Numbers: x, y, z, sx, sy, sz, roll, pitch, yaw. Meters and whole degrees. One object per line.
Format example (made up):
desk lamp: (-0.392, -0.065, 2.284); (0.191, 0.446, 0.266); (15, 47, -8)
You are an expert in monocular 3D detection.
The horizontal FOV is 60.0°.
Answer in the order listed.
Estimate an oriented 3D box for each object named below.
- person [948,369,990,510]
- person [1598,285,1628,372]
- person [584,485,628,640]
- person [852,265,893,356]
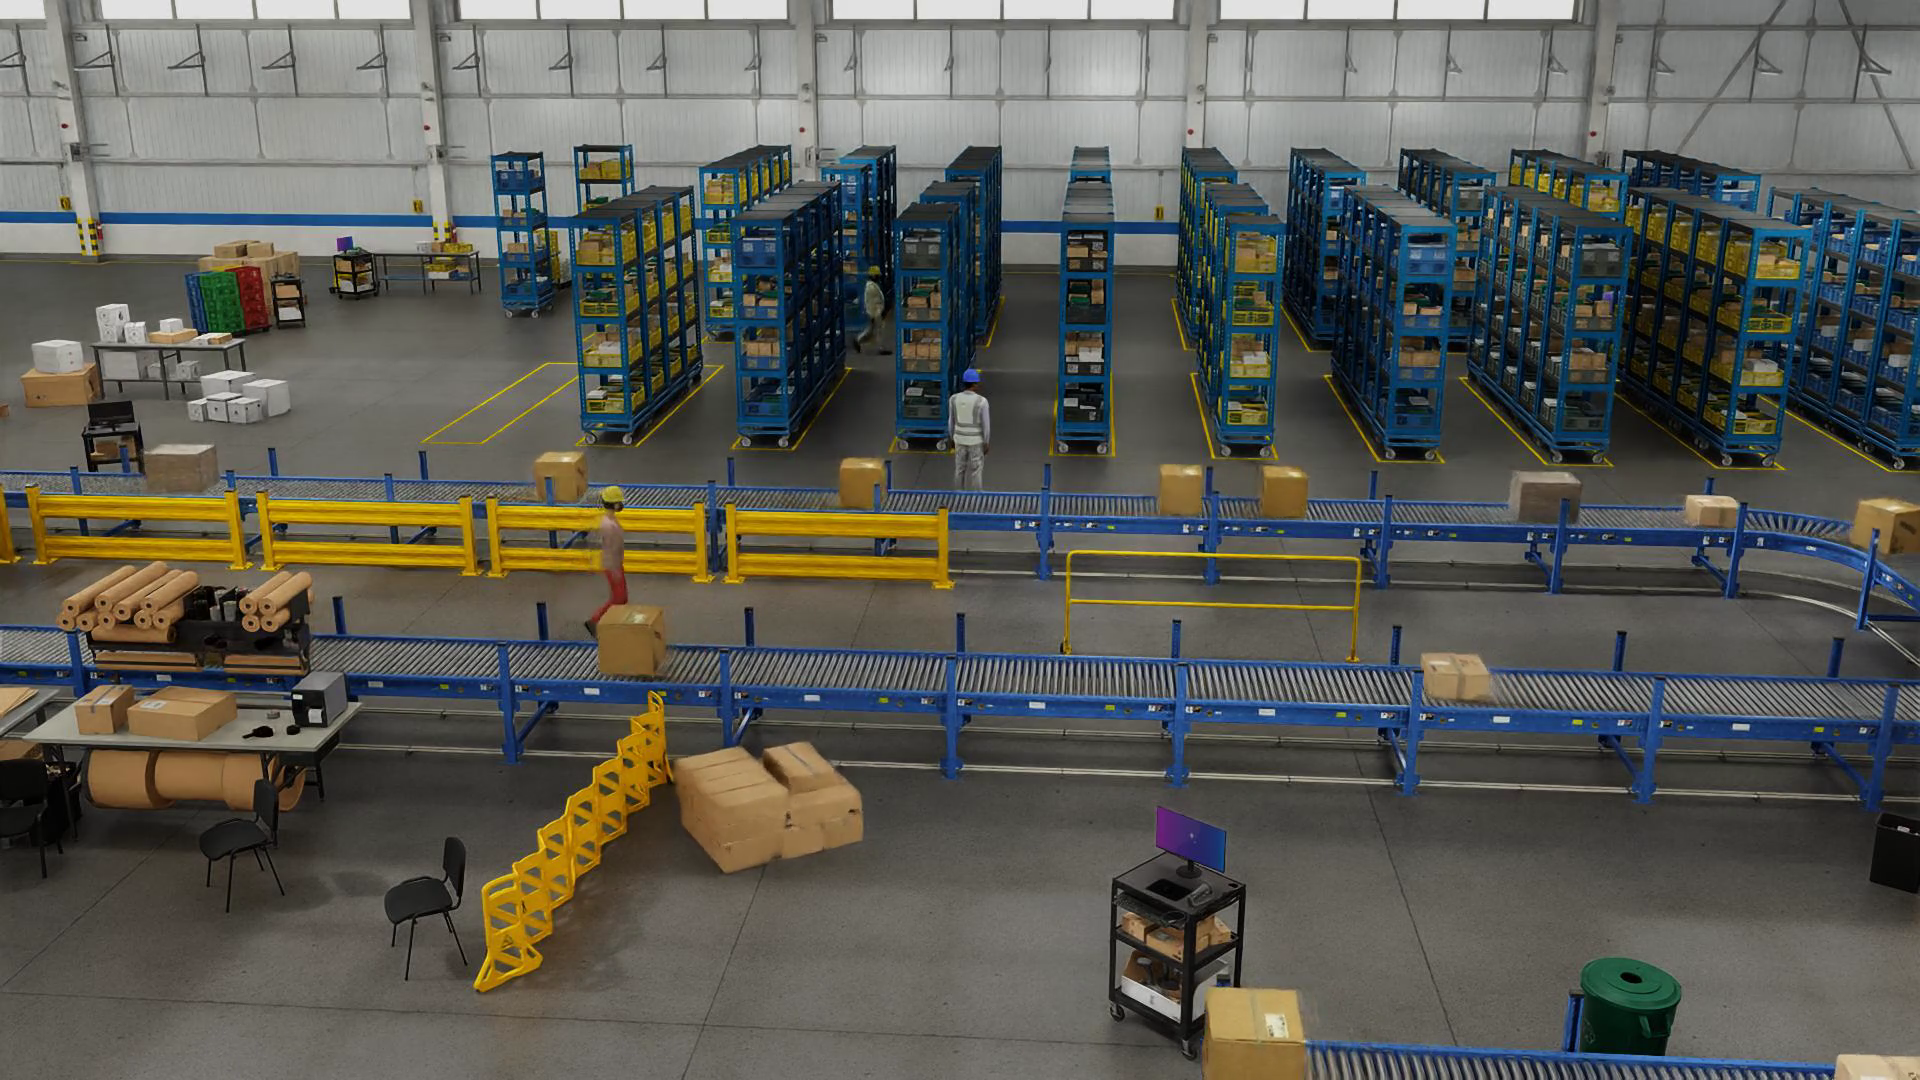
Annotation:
person: (0.131, -1.374, 22.736); (0.605, 1.944, 0.402); (9, 19, 26)
person: (12.306, -4.035, 31.364); (0.393, 1.835, 0.578); (-13, 22, -36)
person: (-3.741, 0.270, 17.821); (0.499, 1.752, 0.546); (-2, 18, -7)
person: (-1.751, -4.560, 33.061); (0.758, 1.812, 0.594); (-2, 18, -8)
